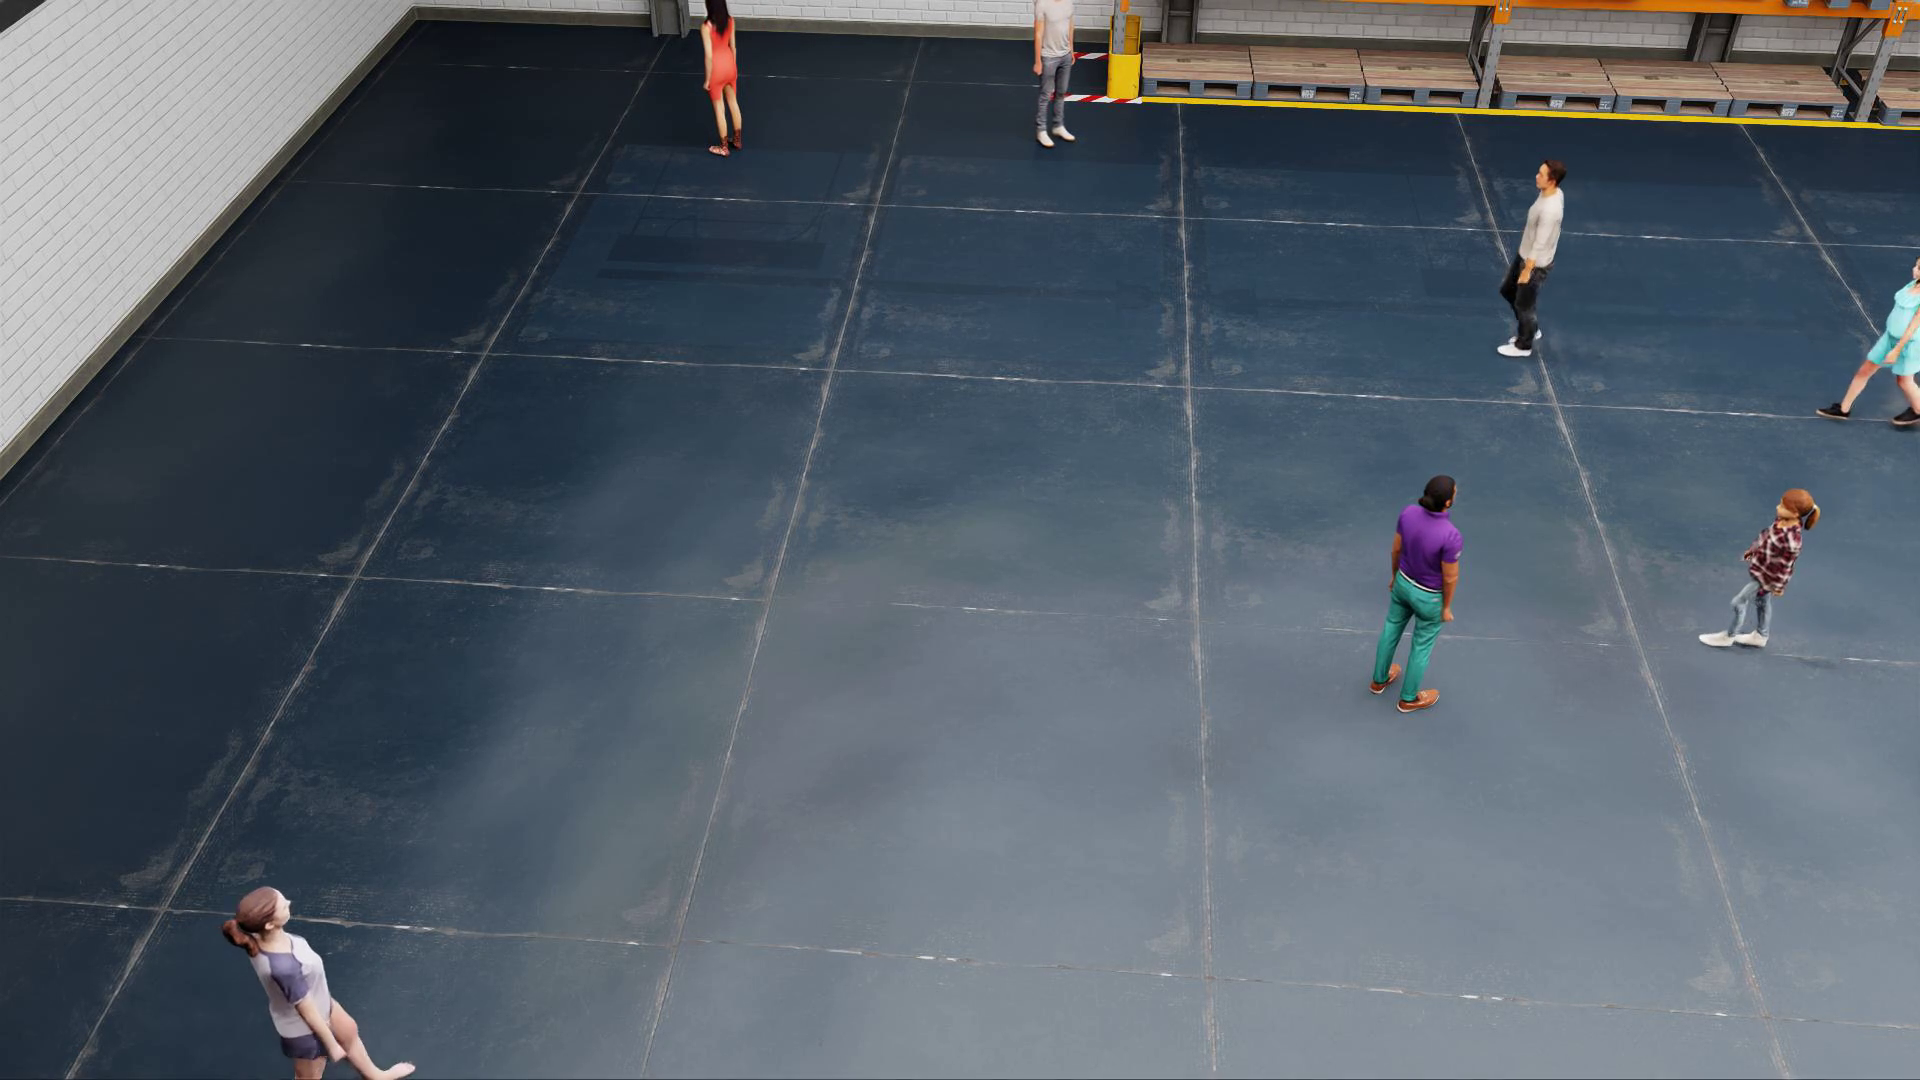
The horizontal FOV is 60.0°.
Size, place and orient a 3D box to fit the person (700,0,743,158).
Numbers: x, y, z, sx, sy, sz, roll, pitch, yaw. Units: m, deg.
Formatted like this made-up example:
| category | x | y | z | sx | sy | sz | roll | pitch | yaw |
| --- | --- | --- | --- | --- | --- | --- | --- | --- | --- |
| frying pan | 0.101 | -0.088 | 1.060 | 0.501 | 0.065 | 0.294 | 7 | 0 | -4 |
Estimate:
| category | x | y | z | sx | sy | sz | roll | pitch | yaw |
| --- | --- | --- | --- | --- | --- | --- | --- | --- | --- |
| person | -2.409 | -4.716 | 16.778 | 0.701 | 1.719 | 0.671 | 28 | 46 | 30 |

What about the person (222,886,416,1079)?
| category | x | y | z | sx | sy | sz | roll | pitch | yaw |
| --- | --- | --- | --- | --- | --- | --- | --- | --- | --- |
| person | -3.215 | 2.338 | 7.933 | 1.130 | 1.733 | 1.067 | -27 | 46 | -30 |

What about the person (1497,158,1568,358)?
| category | x | y | z | sx | sy | sz | roll | pitch | yaw |
| --- | --- | --- | --- | --- | --- | --- | --- | --- | --- |
| person | 4.822 | -2.300 | 13.688 | 0.682 | 1.799 | 0.710 | 8 | 39 | 10 |

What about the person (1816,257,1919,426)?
| category | x | y | z | sx | sy | sz | roll | pitch | yaw |
| --- | --- | --- | --- | --- | --- | --- | --- | --- | --- |
| person | 7.401 | -1.518 | 12.929 | 1.047 | 1.525 | 0.554 | 3 | 39 | 4 |

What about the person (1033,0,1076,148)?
| category | x | y | z | sx | sy | sz | roll | pitch | yaw |
| --- | --- | --- | --- | --- | --- | --- | --- | --- | --- |
| person | 0.950 | -4.957 | 16.945 | 0.748 | 1.887 | 0.807 | -28 | 46 | -30 |

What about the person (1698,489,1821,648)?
| category | x | y | z | sx | sy | sz | roll | pitch | yaw |
| --- | --- | --- | --- | --- | --- | --- | --- | --- | --- |
| person | 5.395 | 0.212 | 10.949 | 0.721 | 1.292 | 0.610 | 12 | 40 | 15 |

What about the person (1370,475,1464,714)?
| category | x | y | z | sx | sy | sz | roll | pitch | yaw |
| --- | --- | --- | --- | --- | --- | --- | --- | --- | --- |
| person | 2.878 | 0.324 | 10.428 | 0.778 | 1.767 | 0.722 | -26 | 46 | -29 |
